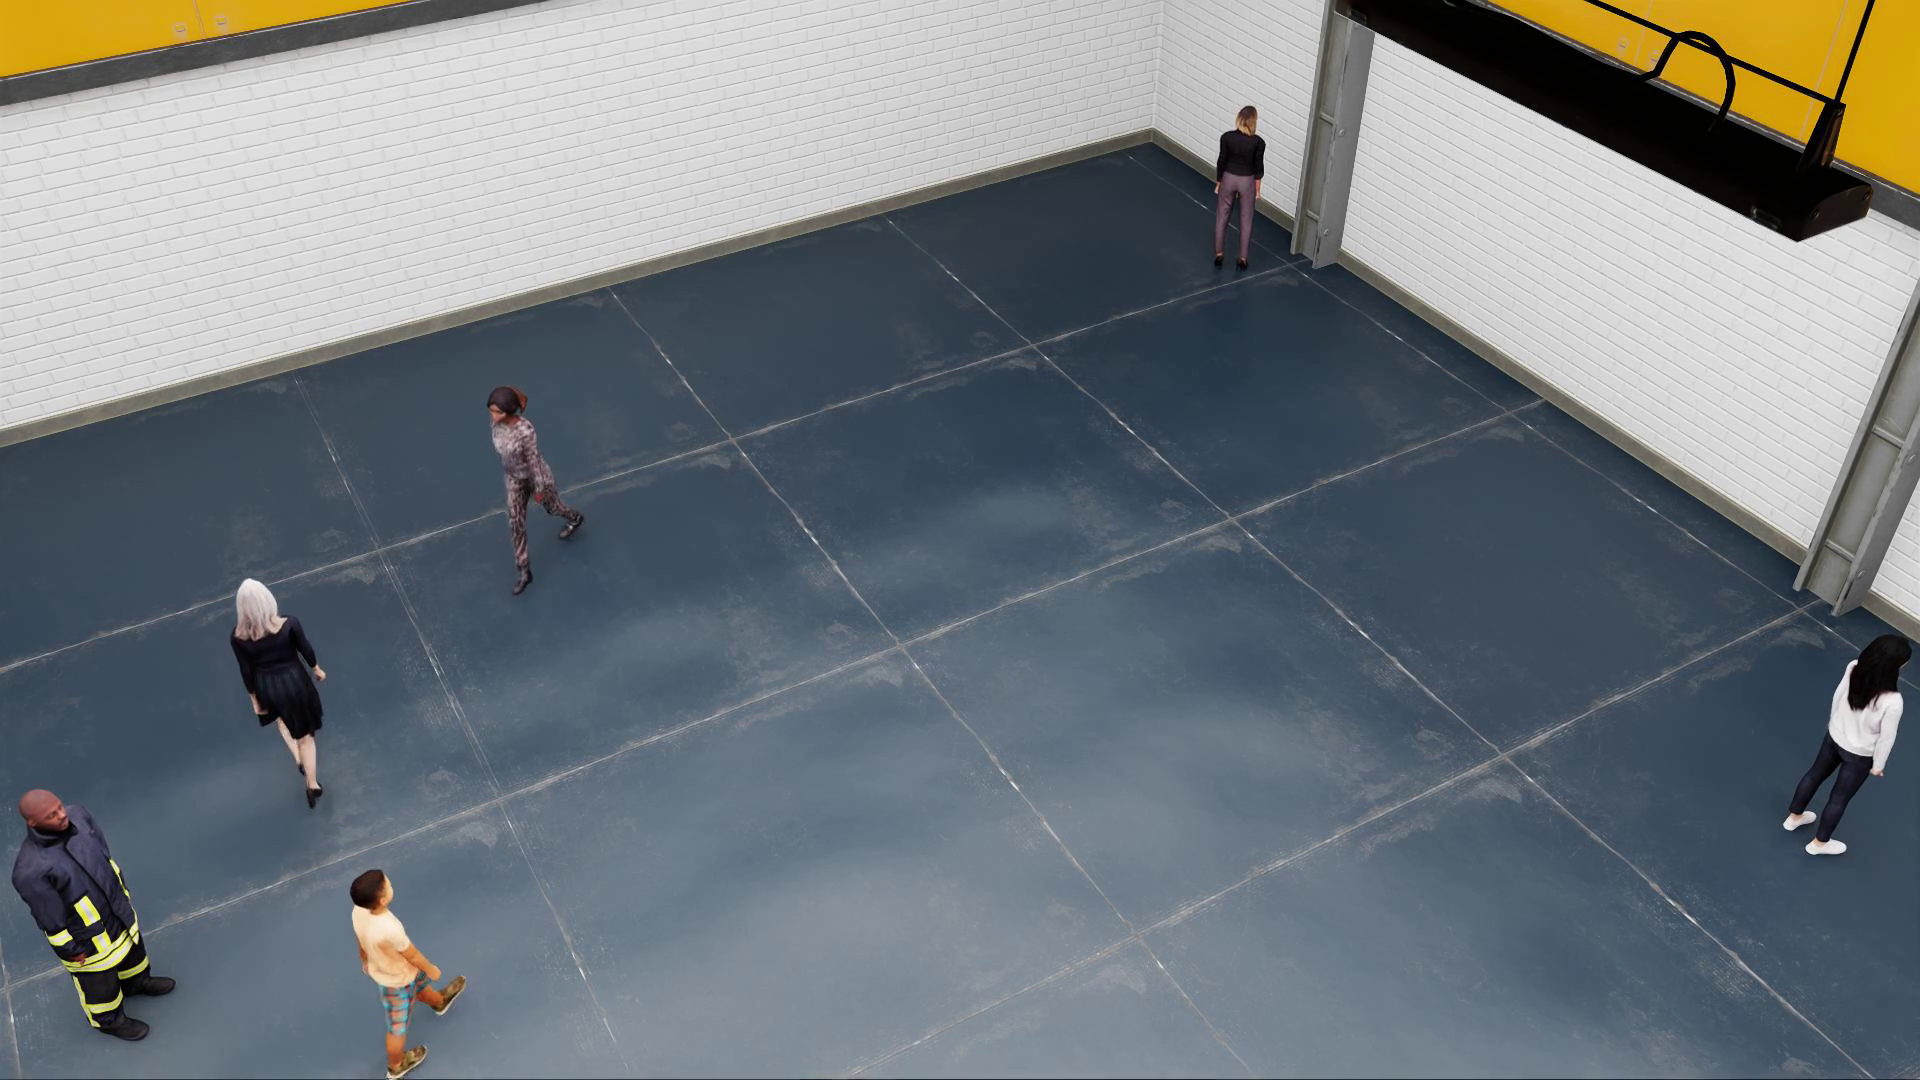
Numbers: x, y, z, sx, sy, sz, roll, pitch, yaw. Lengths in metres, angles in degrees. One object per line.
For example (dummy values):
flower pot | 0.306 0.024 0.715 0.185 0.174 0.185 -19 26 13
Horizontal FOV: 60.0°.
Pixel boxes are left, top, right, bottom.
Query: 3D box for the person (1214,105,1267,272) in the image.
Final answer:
person | 2.649 -3.359 15.907 0.673 1.667 0.743 9 39 11

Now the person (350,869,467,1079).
person | -3.093 2.368 8.918 0.895 1.440 0.790 27 46 30

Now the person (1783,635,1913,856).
person | 5.431 1.230 10.135 0.727 1.700 0.575 -10 40 -13

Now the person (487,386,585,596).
person | -3.133 -0.477 12.299 1.143 1.666 1.091 18 42 21

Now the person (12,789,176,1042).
person | -4.786 2.006 9.067 0.914 1.820 0.833 6 39 7

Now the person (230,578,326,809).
person | -4.208 1.004 10.390 0.701 1.735 0.773 -11 40 -13
